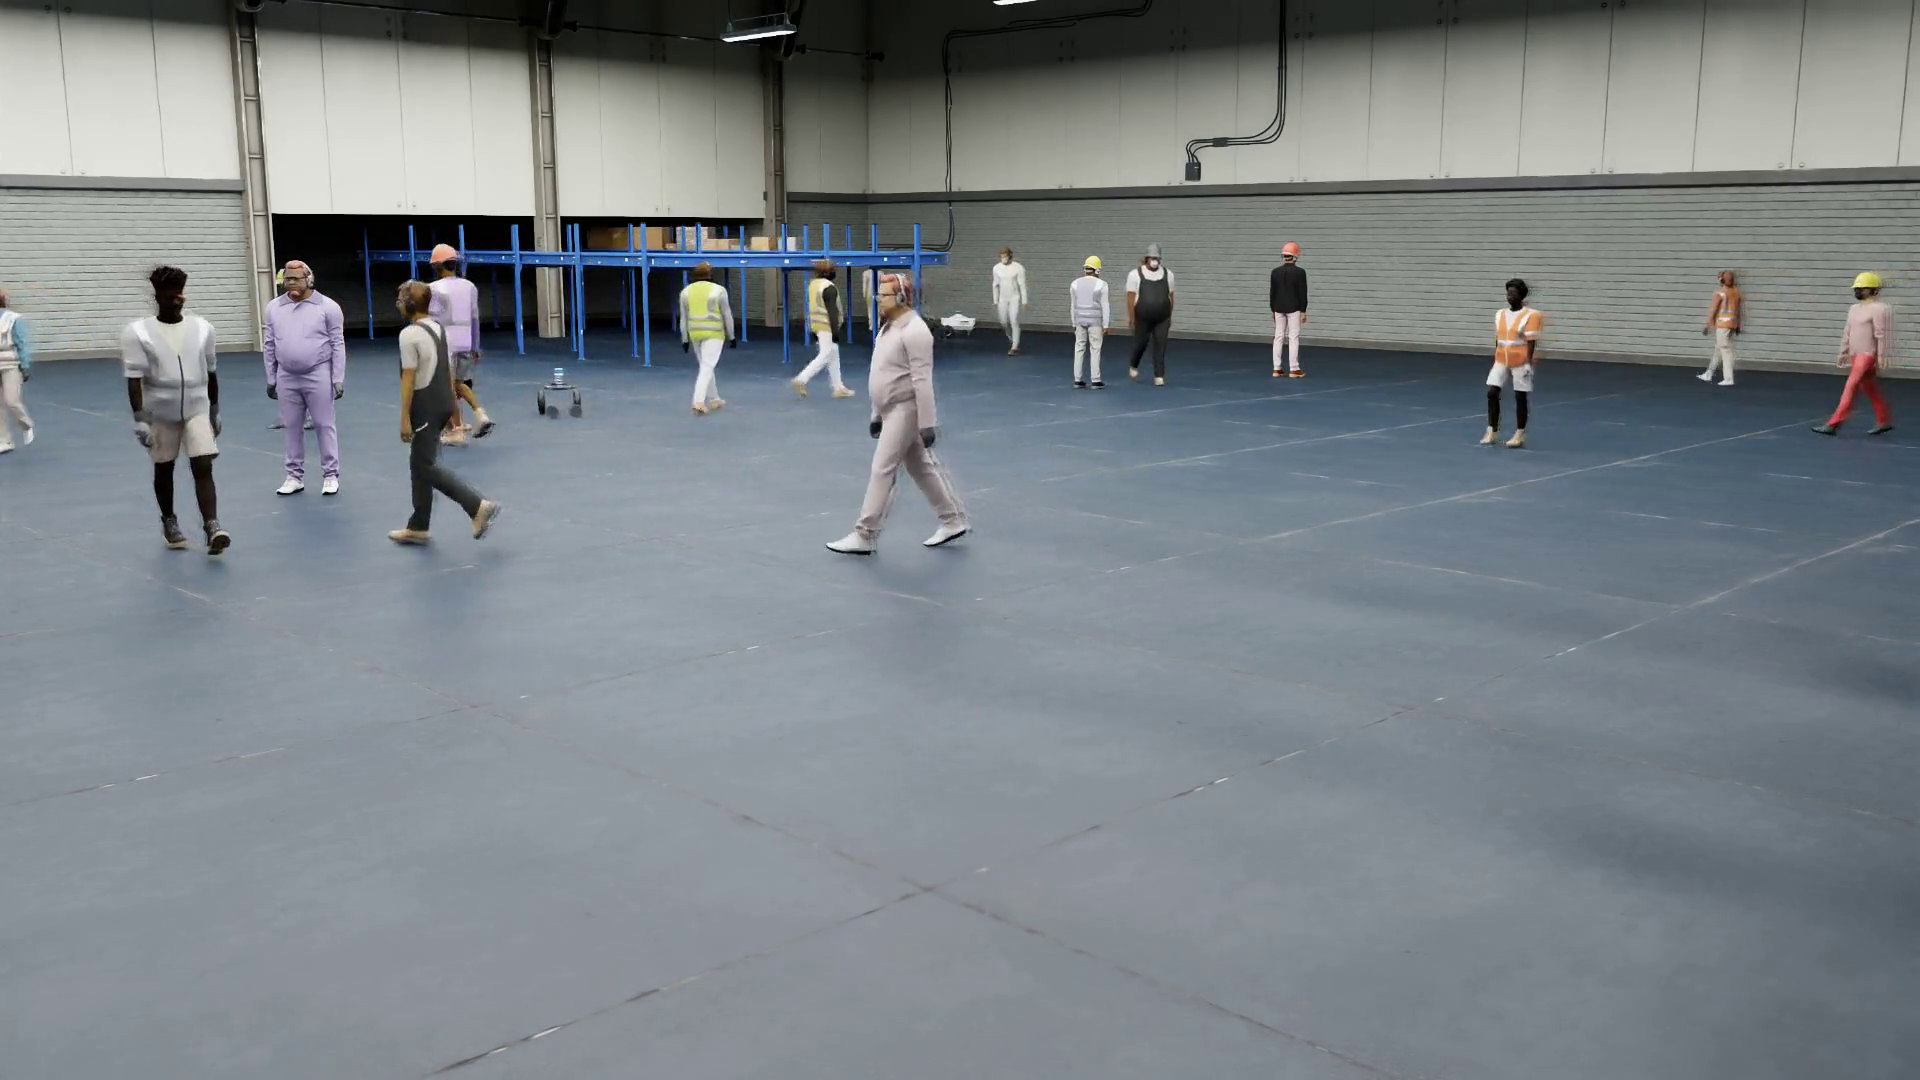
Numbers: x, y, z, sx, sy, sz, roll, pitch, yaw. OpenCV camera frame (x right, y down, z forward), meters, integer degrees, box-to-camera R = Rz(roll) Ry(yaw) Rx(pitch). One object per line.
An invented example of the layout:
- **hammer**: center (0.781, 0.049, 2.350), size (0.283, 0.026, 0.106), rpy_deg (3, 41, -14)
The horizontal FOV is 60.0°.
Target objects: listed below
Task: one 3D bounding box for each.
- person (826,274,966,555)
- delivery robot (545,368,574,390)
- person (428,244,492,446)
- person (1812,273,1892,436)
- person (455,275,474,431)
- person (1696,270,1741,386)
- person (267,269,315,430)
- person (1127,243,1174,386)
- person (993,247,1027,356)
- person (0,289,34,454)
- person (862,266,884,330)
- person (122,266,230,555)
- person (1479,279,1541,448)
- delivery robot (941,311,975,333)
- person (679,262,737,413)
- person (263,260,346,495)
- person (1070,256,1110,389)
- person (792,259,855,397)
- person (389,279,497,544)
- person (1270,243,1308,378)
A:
- **person**: center (-0.392, -0.843, 11.135), size (1.008, 1.864, 0.667), rpy_deg (-4, 11, -19)
- **delivery robot**: center (-4.749, -1.915, 19.677), size (0.335, 0.223, 0.698), rpy_deg (-3, 11, -14)
- **person**: center (-5.116, -1.963, 16.778), size (0.492, 2.025, 0.616), rpy_deg (6, 12, 29)
- **person**: center (9.530, -1.957, 17.577), size (0.930, 1.721, 0.538), rpy_deg (-1, 10, -4)
- **person**: center (-5.459, -1.981, 17.790), size (0.545, 1.681, 0.475), rpy_deg (8, 13, 37)
- **person**: center (10.703, -2.995, 23.516), size (0.545, 1.602, 0.782), rpy_deg (-6, 12, -29)
- **person**: center (-7.276, -2.053, 18.002), size (0.553, 1.739, 0.685), rpy_deg (6, 12, 30)
- **person**: center (2.712, -3.228, 23.748), size (0.682, 2.000, 0.768), rpy_deg (-1, 10, -7)
- **person**: center (0.922, -4.263, 29.629), size (0.696, 1.911, 0.573), rpy_deg (5, 12, 25)
- **person**: center (-9.353, -1.667, 16.239), size (0.536, 1.624, 0.400), rpy_deg (1, 10, 4)
- **person**: center (-1.914, -5.465, 37.006), size (0.509, 1.615, 0.632), rpy_deg (-1, 10, -7)
- **person**: center (-5.171, -0.845, 11.002), size (0.607, 1.899, 1.063), rpy_deg (-8, 13, -37)
- **person**: center (5.463, -1.745, 16.527), size (0.641, 1.676, 0.541), rpy_deg (-9, 14, -41)
- **delivery robot**: center (-0.037, -4.507, 34.519), size (0.707, 0.478, 0.477), rpy_deg (-1, 10, -3)
- **person**: center (-3.055, -2.440, 20.025), size (0.626, 1.799, 0.969), rpy_deg (5, 11, 24)
- **person**: center (-5.366, -1.321, 13.601), size (0.653, 1.905, 0.408), rpy_deg (0, 10, 0)
- **person**: center (1.813, -3.012, 23.051), size (0.588, 1.824, 0.403), rpy_deg (6, 12, 30)
- **person**: center (-1.794, -2.755, 21.679), size (0.848, 1.814, 0.635), rpy_deg (-5, 11, -24)
- **person**: center (-3.559, -0.863, 11.336), size (0.774, 1.821, 0.528), rpy_deg (2, 11, 9)
- **person**: center (4.933, -3.447, 24.940), size (0.613, 1.997, 0.374), rpy_deg (9, 14, 39)
